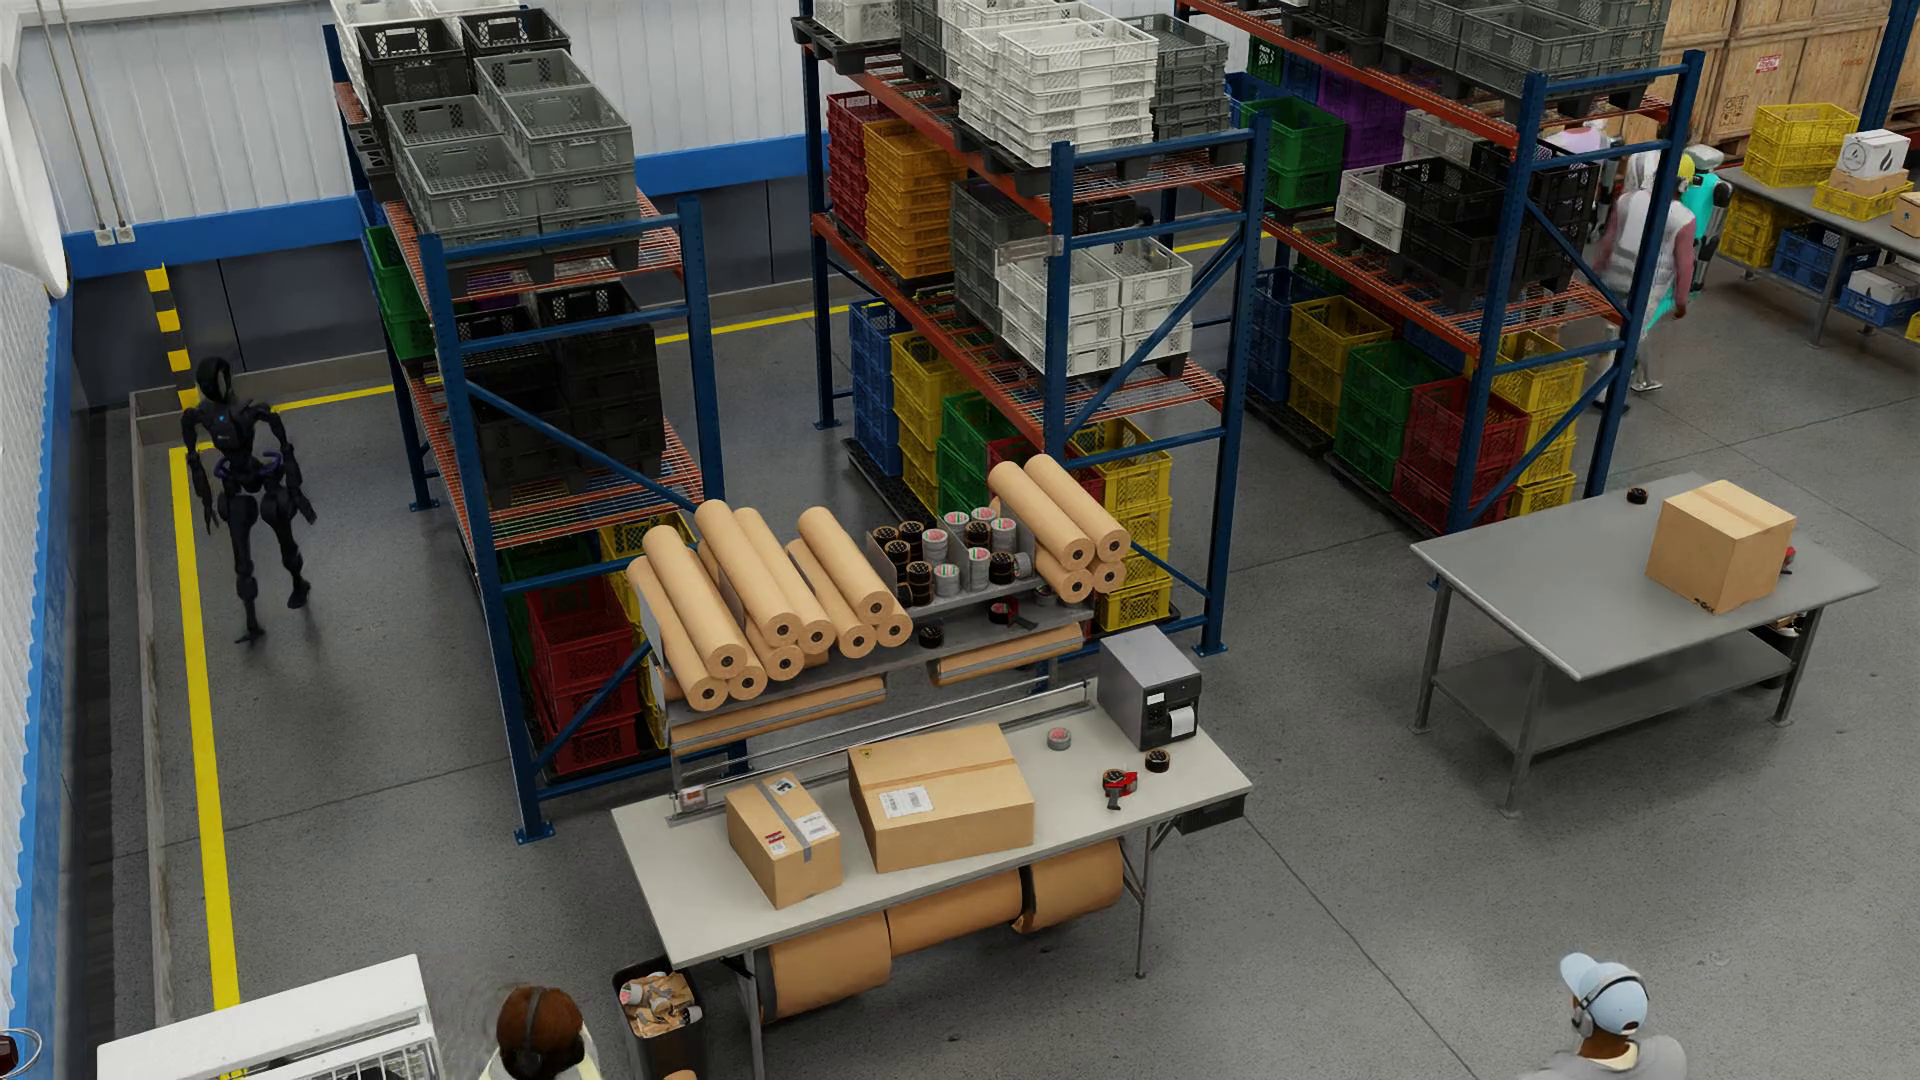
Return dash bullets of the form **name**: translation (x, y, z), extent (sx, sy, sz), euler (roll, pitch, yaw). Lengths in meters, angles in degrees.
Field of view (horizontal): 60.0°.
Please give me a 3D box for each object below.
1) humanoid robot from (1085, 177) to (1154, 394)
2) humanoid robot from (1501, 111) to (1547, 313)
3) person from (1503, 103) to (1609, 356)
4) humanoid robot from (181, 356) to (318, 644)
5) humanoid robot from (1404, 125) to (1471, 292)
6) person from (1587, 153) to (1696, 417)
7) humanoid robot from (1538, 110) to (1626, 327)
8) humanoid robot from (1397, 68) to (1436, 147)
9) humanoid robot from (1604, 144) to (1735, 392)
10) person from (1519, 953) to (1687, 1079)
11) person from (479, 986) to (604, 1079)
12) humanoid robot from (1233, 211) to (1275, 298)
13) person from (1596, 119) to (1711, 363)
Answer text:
- **humanoid robot**: translation (1.056, -1.792, 11.526), extent (0.589, 1.649, 0.378), euler (-10, 33, -16)
- **humanoid robot**: translation (4.275, -2.434, 12.548), extent (0.540, 1.817, 0.675), euler (-19, 36, -28)
- **person**: translation (4.308, -2.340, 12.082), extent (0.615, 2.041, 0.376), euler (-14, 34, -22)
- **humanoid robot**: translation (-3.839, -0.229, 9.030), extent (0.609, 1.631, 0.740), euler (-3, 32, -5)
- **humanoid robot**: translation (3.523, -2.328, 12.411), extent (0.514, 1.636, 0.589), euler (19, 37, 28)
- **person**: translation (4.727, -1.779, 11.453), extent (0.957, 1.738, 0.668), euler (-21, 37, -30)
- **humanoid robot**: translation (4.566, -2.458, 12.553), extent (0.541, 1.741, 0.811), euler (4, 32, 6)
- **humanoid robot**: translation (3.648, -3.253, 13.898), extent (0.599, 1.655, 0.315), euler (3, 32, 5)
- **humanoid robot**: translation (4.788, -1.837, 11.460), extent (0.737, 1.689, 0.531), euler (-19, 37, -28)
- **person**: translation (1.871, 2.012, 5.194), extent (0.589, 1.852, 0.401), euler (-11, 33, -17)
- **person**: translation (-1.289, 2.043, 5.196), extent (0.927, 1.797, 0.635), euler (5, 32, 8)
- **humanoid robot**: translation (2.410, -2.720, 12.891), extent (0.741, 1.694, 0.536), euler (13, 34, 21)
- **person**: translation (4.953, -2.119, 11.885), extent (0.602, 1.872, 0.558), euler (14, 34, 21)
